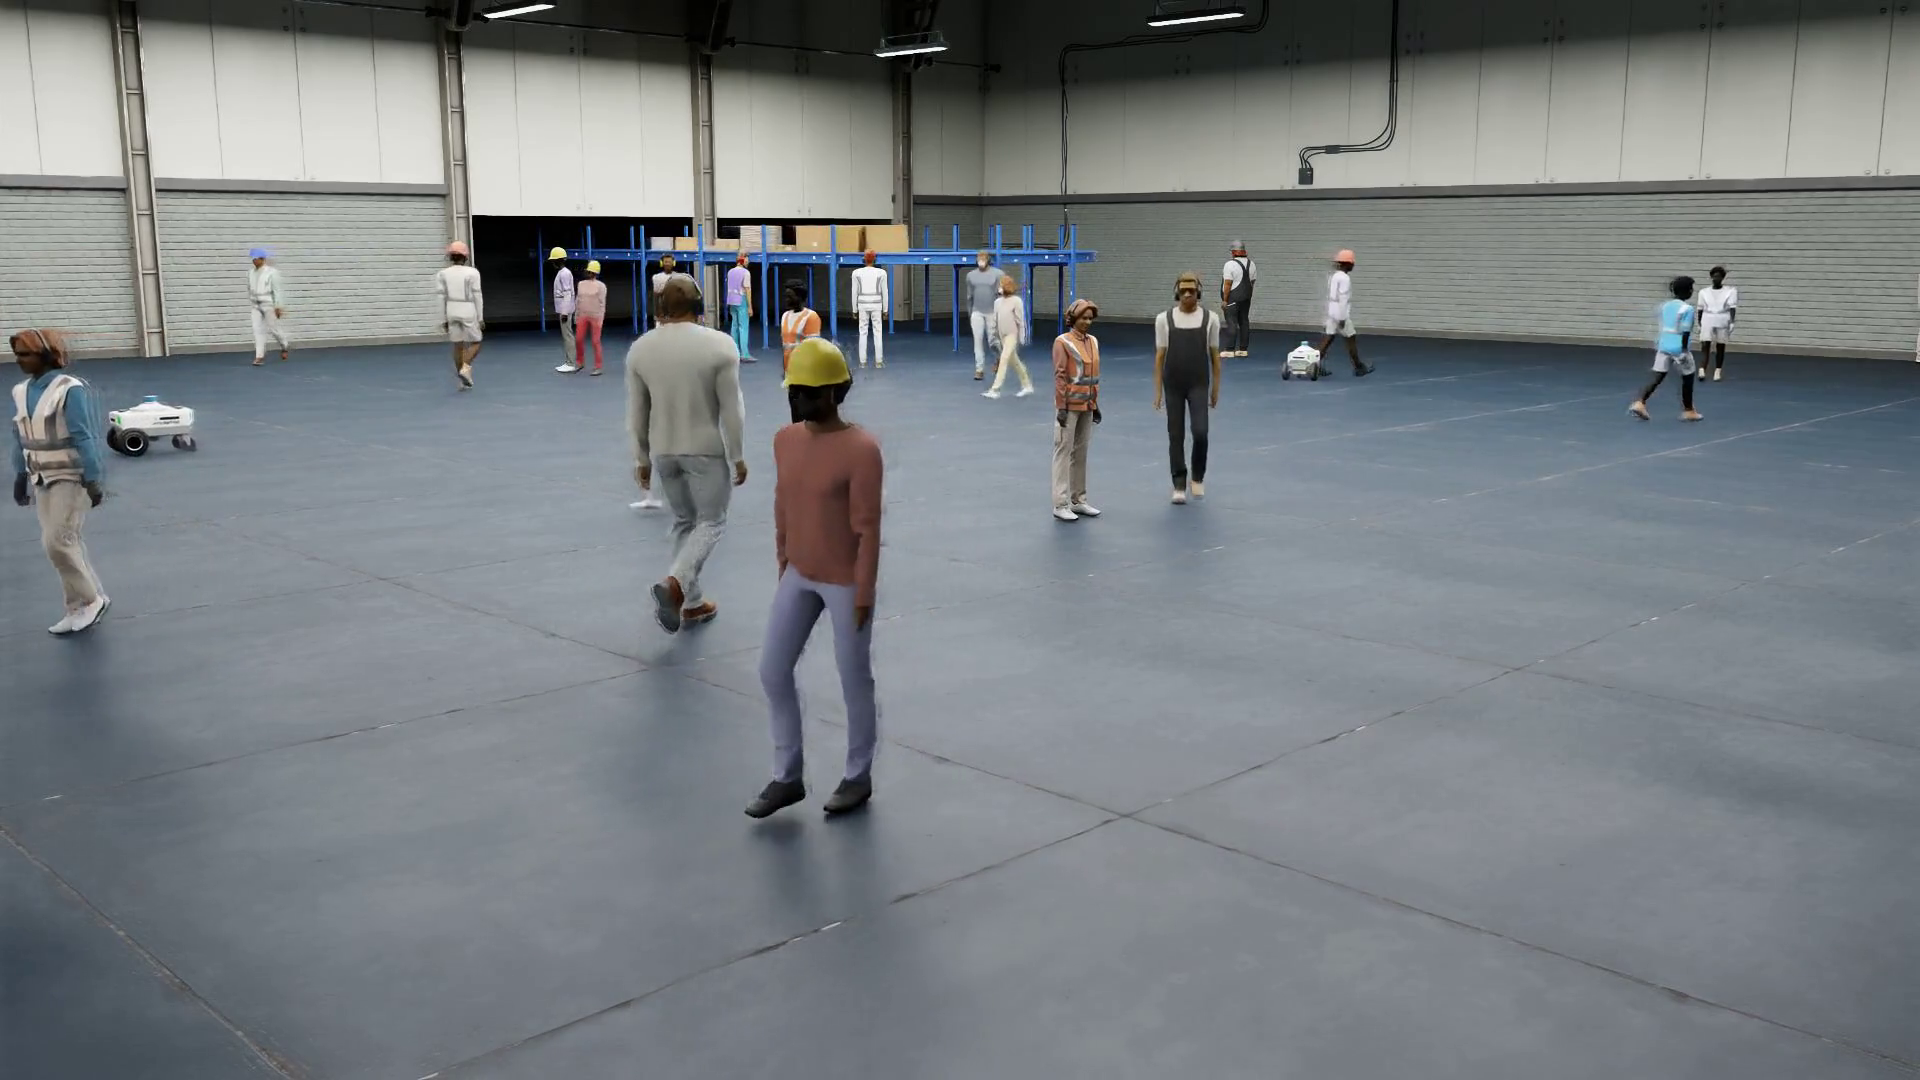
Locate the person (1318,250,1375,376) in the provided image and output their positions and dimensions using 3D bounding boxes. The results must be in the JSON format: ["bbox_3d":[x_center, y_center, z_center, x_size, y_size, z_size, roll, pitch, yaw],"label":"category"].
[{"bbox_3d":[5.763,-3.406,25.033,0.980,1.884,0.564,-2,11,-9],"label":"person"}]

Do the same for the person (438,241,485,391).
[{"bbox_3d":[-6.802,-3.064,22.761,0.642,2.029,0.439,2,11,9],"label":"person"}]

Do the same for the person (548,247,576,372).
[{"bbox_3d":[-6.168,-3.578,25.853,0.381,1.923,0.591,-3,11,-15],"label":"person"}]

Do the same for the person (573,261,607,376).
[{"bbox_3d":[-5.598,-3.358,25.218,0.605,1.729,0.383,4,11,19],"label":"person"}]

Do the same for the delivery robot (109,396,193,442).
[{"bbox_3d":[-7.942,-1.174,16.343,0.707,0.478,0.477,-9,13,-39],"label":"delivery robot"}]

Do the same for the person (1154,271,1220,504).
[{"bbox_3d":[1.786,-1.194,13.121,0.511,1.832,0.430,2,11,9],"label":"person"}]

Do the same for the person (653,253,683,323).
[{"bbox_3d":[-4.428,-3.483,25.585,0.535,1.827,0.928,-3,11,-18],"label":"person"}]

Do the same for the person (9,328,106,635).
[{"bbox_3d":[-4.774,-0.297,8.766,0.550,1.622,0.395,5,12,26],"label":"person"}]

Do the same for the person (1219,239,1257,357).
[{"bbox_3d":[4.805,-4.205,29.076,0.687,2.000,0.538,-7,13,-35],"label":"person"}]

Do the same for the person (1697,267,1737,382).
[{"bbox_3d":[10.930,-3.113,24.064,0.541,1.647,0.865,6,12,28],"label":"person"}]

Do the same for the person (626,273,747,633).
[{"bbox_3d":[-1.473,-0.449,8.825,0.638,1.917,0.744,3,11,16],"label":"person"}]

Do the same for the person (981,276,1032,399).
[{"bbox_3d":[0.626,-2.634,21.648,0.906,1.585,0.511,-8,13,-38],"label":"person"}]

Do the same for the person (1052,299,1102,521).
[{"bbox_3d":[0.874,-0.979,12.463,0.311,1.639,0.513,8,13,38],"label":"person"}]

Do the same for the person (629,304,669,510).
[{"bbox_3d":[-2.249,-0.995,12.597,0.669,1.608,0.524,-5,12,-26],"label":"person"}]

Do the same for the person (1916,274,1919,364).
[{"bbox_3d":[16.048,-3.840,27.330,0.409,1.906,0.652,-2,11,-9],"label":"person"}]

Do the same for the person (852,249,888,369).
[{"bbox_3d":[-1.433,-3.683,26.535,0.584,1.884,0.346,0,10,0],"label":"person"}]

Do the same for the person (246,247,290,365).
[{"bbox_3d":[-11.423,-3.859,27.383,0.613,1.928,0.787,2,11,11],"label":"person"}]

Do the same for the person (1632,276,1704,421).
[{"bbox_3d":[8.118,-2.185,18.988,0.842,1.661,0.528,-3,11,-16],"label":"person"}]

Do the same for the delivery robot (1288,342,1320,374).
[{"bbox_3d":[5.096,-2.693,24.627,0.477,0.478,0.707,5,11,24],"label":"delivery robot"}]

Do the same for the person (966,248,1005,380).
[{"bbox_3d":[0.397,-3.357,24.668,0.637,1.925,0.719,4,11,19],"label":"person"}]

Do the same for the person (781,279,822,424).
[{"bbox_3d":[-1.546,-1.668,16.081,0.537,1.691,0.318,10,14,44],"label":"person"}]

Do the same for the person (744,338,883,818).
[{"bbox_3d":[-0.529,0.157,5.955,0.560,1.741,0.650,8,13,36],"label":"person"}]

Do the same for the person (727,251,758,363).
[{"bbox_3d":[-3.690,-3.903,27.864,0.396,1.837,0.564,-10,14,-42],"label":"person"}]
